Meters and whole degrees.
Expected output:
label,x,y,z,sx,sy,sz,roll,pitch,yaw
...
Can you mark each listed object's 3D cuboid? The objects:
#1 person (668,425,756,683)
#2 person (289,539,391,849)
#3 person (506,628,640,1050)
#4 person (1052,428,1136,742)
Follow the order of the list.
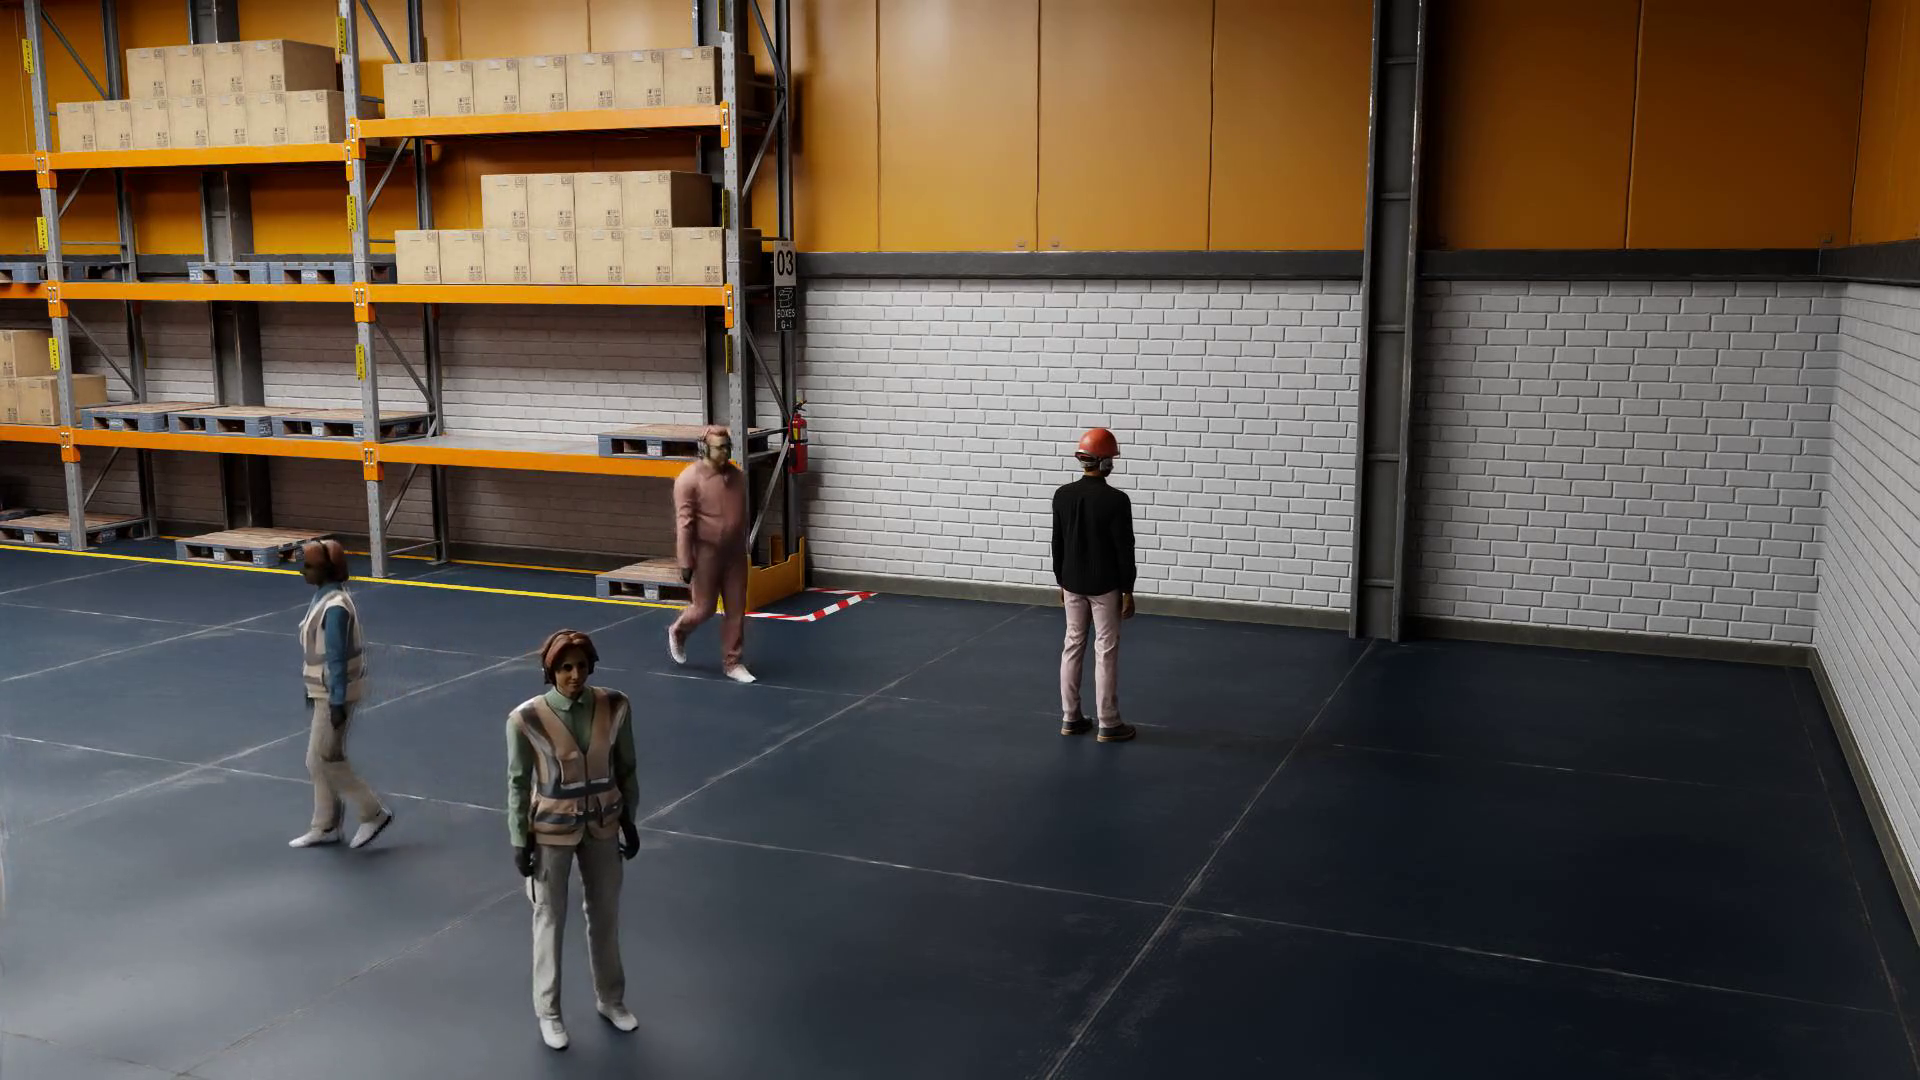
label,x,y,z,sx,sy,sz,roll,pitch,yaw
person,-1.814,0.089,12.104,0.732,1.883,0.642,9,13,44
person,-3.250,0.799,8.541,0.430,1.632,0.537,-4,10,-23
person,-1.494,1.144,6.447,0.512,1.635,0.312,-6,11,-34
person,0.859,0.284,10.561,0.611,1.995,0.380,8,12,39
